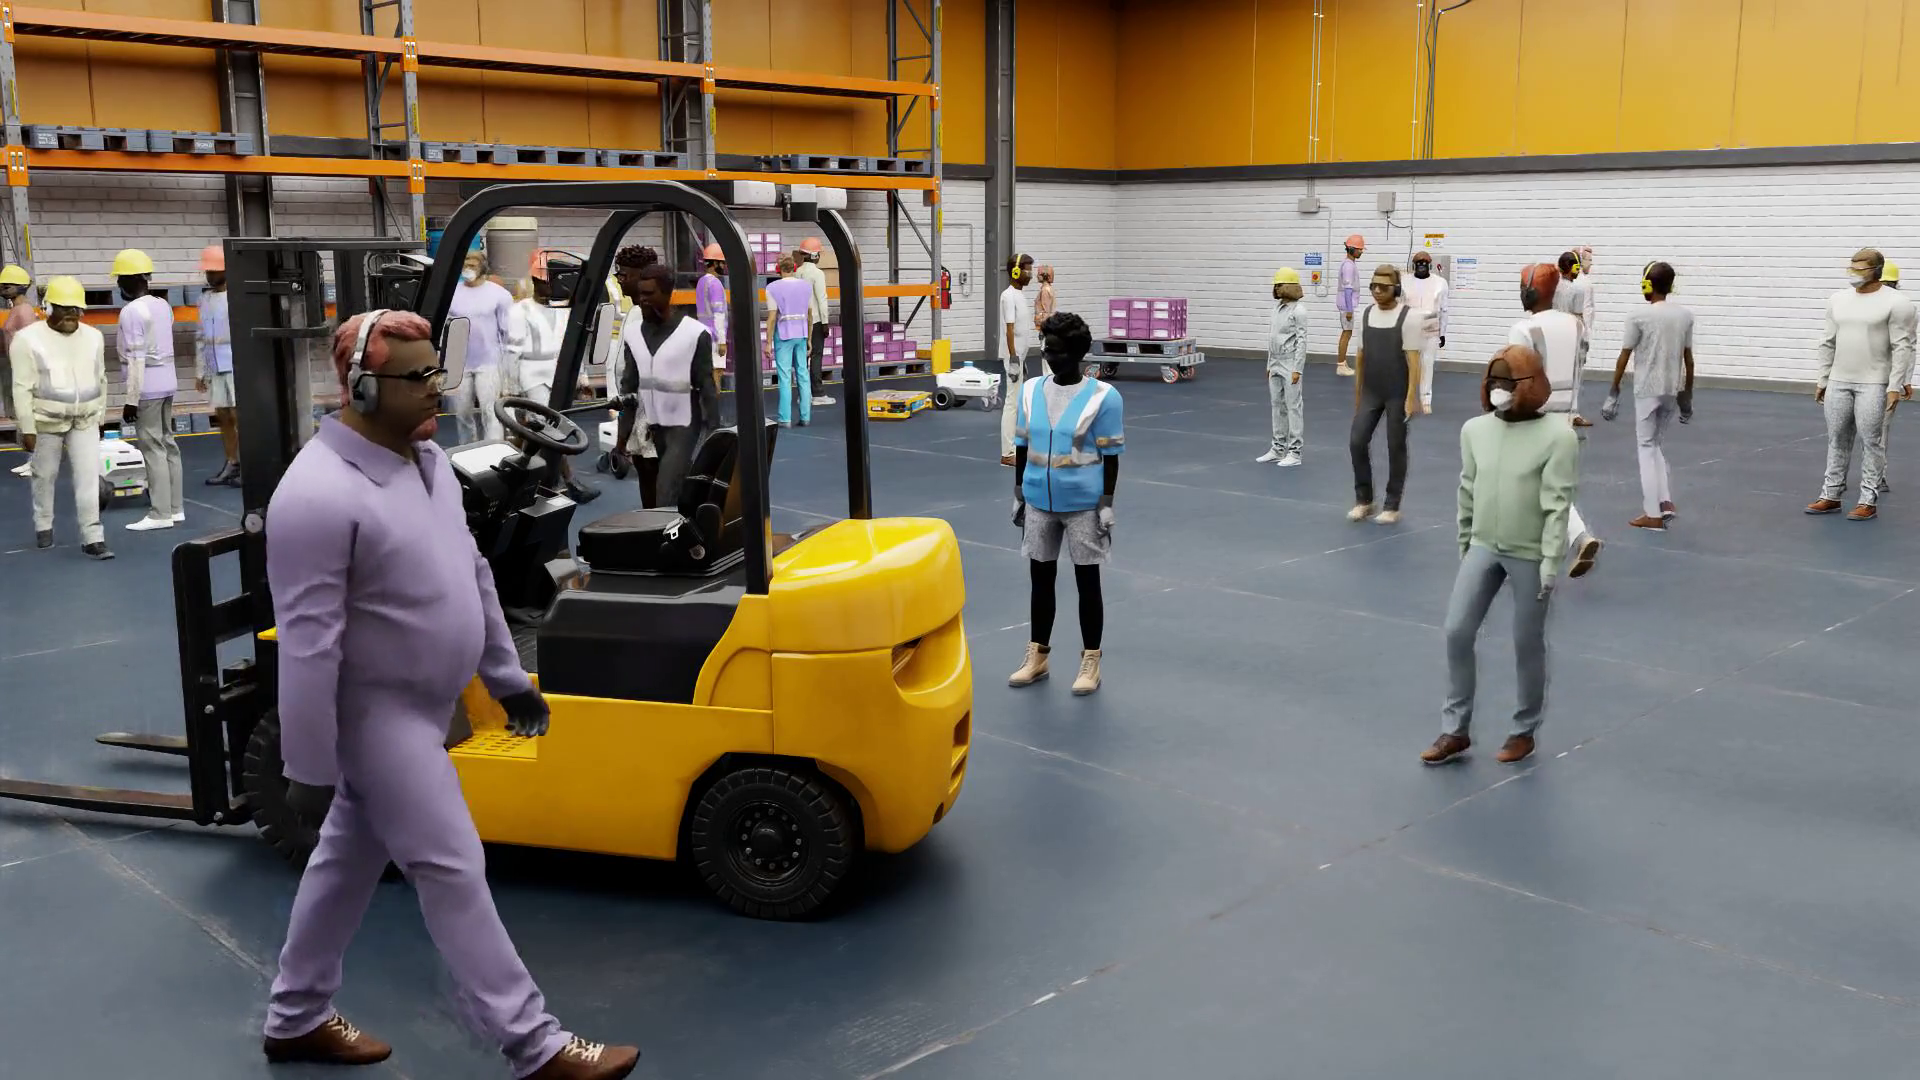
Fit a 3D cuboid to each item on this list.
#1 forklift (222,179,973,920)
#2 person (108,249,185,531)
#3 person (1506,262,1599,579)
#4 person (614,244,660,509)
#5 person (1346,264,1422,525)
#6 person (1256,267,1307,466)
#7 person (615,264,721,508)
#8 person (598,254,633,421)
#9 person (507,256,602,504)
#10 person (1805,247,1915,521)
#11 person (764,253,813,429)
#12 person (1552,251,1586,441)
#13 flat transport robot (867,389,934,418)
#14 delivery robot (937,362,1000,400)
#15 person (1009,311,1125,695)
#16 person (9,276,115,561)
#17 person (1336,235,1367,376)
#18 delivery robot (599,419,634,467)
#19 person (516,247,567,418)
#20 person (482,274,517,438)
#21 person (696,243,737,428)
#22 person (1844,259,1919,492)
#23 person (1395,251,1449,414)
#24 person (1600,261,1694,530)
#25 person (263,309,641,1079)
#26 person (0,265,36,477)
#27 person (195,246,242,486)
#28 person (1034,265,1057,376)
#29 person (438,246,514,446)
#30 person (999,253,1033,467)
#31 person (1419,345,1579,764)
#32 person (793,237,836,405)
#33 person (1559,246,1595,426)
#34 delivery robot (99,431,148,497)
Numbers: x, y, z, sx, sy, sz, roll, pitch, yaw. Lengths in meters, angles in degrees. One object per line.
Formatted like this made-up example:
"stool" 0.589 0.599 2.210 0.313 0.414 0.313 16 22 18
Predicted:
"forklift" -1.114 -0.058 5.440 2.313 2.155 1.214 2 11 13
"person" -5.603 -1.029 11.463 0.362 1.928 0.587 -1 10 -4
"person" 3.370 -0.662 9.606 0.598 1.870 0.640 -6 12 -29
"person" -1.979 -0.856 10.417 0.367 1.966 0.606 -6 12 -29
"person" 2.947 -0.998 11.575 0.528 1.825 0.542 8 13 37
"person" 2.857 -1.525 14.674 0.296 1.744 0.487 -5 11 -24
"person" -1.667 -0.659 9.657 0.601 1.867 1.017 7 12 33
"person" -3.666 -2.236 18.280 0.623 1.845 0.430 -9 13 -39
"person" -3.161 -1.202 12.609 1.033 1.874 0.566 5 12 25
"person" 6.420 -1.110 11.878 0.352 1.936 0.635 -6 12 -30
"person" -1.782 -2.082 17.452 0.563 1.837 0.388 -8 13 -36
"person" 5.983 -1.910 16.432 0.328 1.871 0.510 -6 12 -28
"flat transport robot" -0.777 -1.546 18.802 0.652 0.197 1.431 2 11 13
"delivery robot" 0.100 -1.829 19.319 0.707 0.478 0.477 4 11 22
"person" 0.462 -0.160 7.366 0.530 1.693 0.321 6 12 29
"person" -5.689 -0.775 10.535 0.939 1.772 0.610 9 14 40
"person" 5.635 -3.376 23.995 0.405 2.030 0.612 2 11 10
"delivery robot" -2.791 -0.875 14.115 0.477 0.478 0.707 -7 12 -32
"person" -4.618 -2.273 18.348 0.645 1.888 0.515 0 10 1
"person" -4.625 -1.829 16.617 0.507 1.636 0.272 1 10 5
"person" -2.558 -2.133 17.463 0.374 1.933 0.552 -5 12 -27
"person" 7.231 -1.294 13.163 0.589 1.835 0.404 3 11 17
"person" 5.208 -2.344 18.871 0.624 1.844 0.430 2 11 11
"person" 4.765 -0.987 11.472 0.532 1.848 0.461 -3 11 -17
"person" -1.265 0.398 3.877 0.992 1.852 0.655 1 10 3
"person" -7.911 -1.424 14.047 0.300 1.772 0.532 -8 13 -38
"person" -5.907 -1.385 13.410 0.596 1.924 0.366 4 11 23
"person" 1.100 -2.713 21.422 0.309 1.645 0.515 1 10 6
"person" -3.937 -1.413 13.554 0.640 1.943 0.395 1 10 3
"person" 0.508 -1.574 14.616 0.328 1.865 0.508 1 10 8
"person" 2.029 0.084 6.259 0.620 1.613 0.502 -10 14 -43
"person" -1.777 -2.621 19.956 0.375 1.997 0.612 -9 14 -42
"person" 6.564 -2.175 17.791 0.399 1.902 0.642 -2 11 -10
"delivery robot" -6.369 -0.579 12.500 0.707 0.478 0.477 10 14 44
